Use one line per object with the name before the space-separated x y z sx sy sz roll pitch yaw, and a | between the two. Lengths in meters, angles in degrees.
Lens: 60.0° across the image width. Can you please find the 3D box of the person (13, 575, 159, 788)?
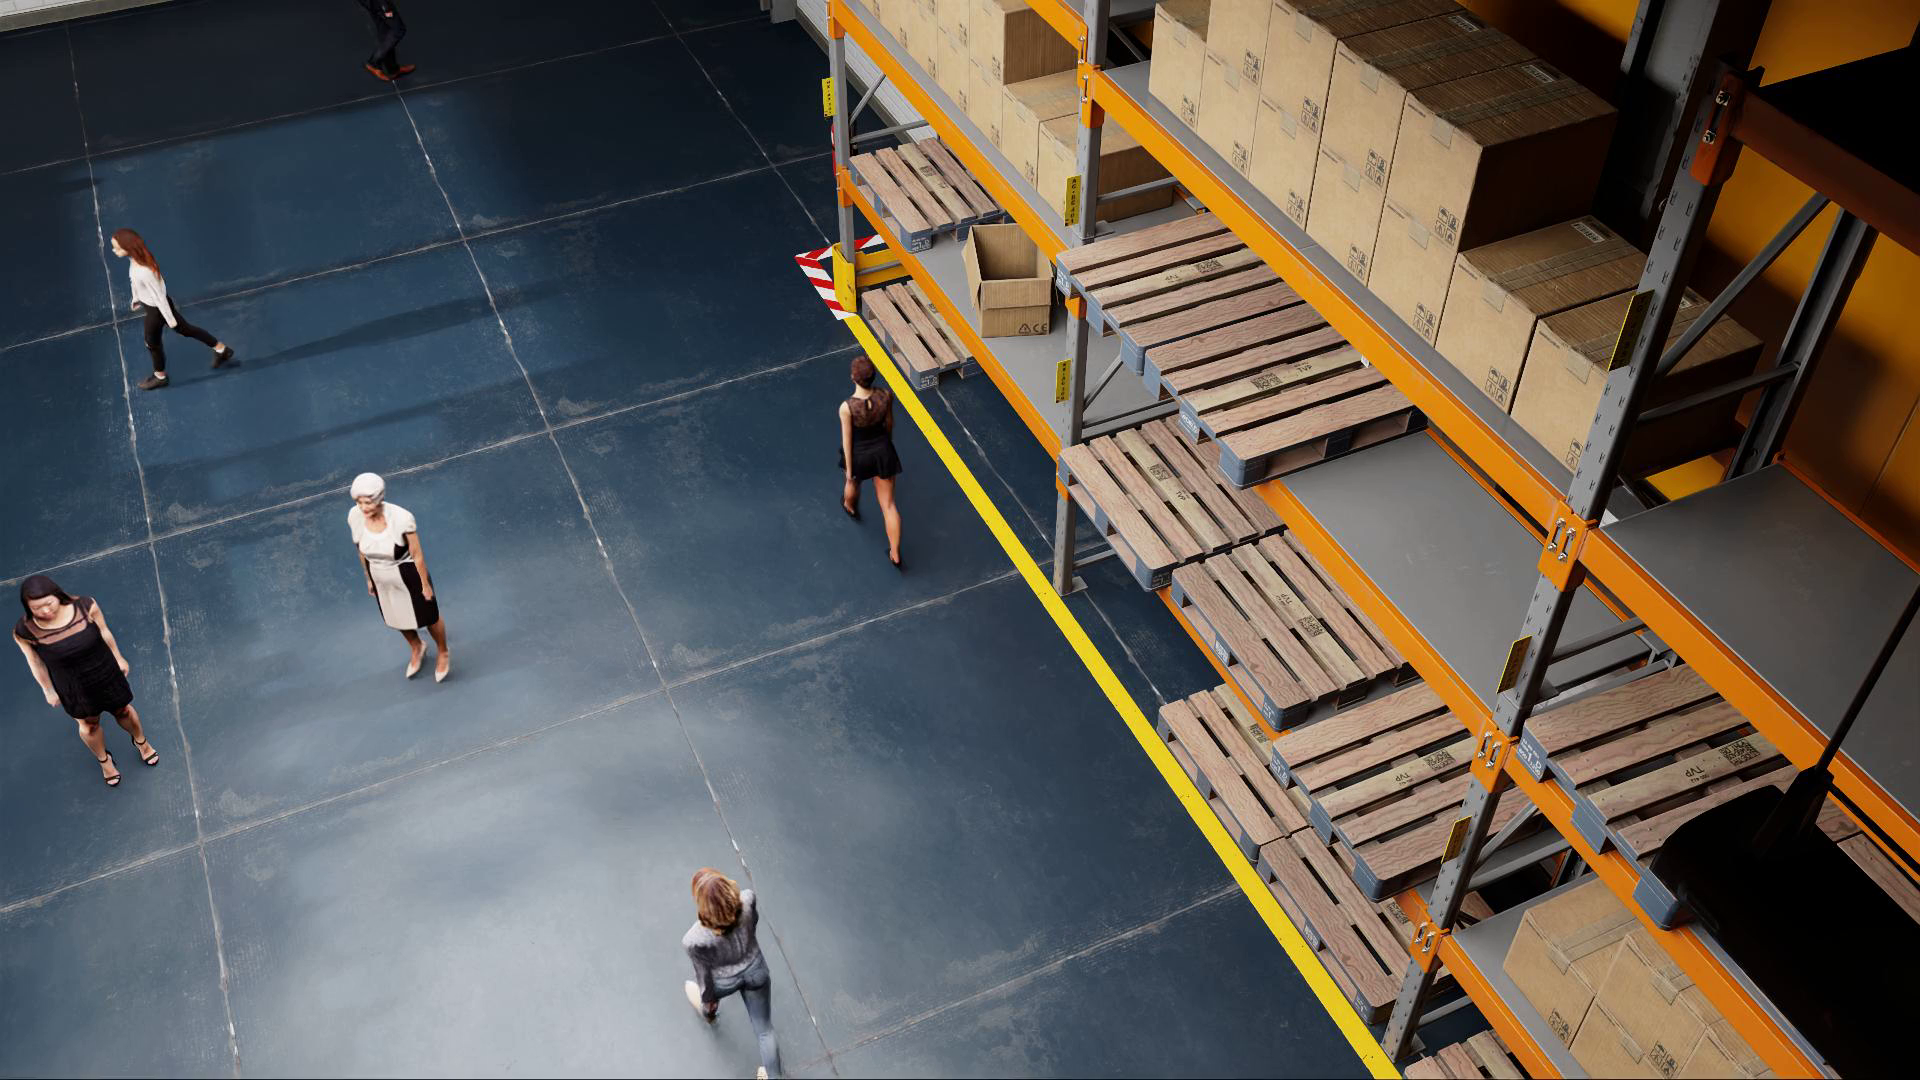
person | -5.348 0.841 10.166 0.702 1.718 0.674 -29 51 -27

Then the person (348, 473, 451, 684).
person | -3.617 0.237 10.776 0.679 1.751 0.700 6 44 6

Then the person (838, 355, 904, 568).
person | -0.598 -0.524 11.668 0.587 1.623 1.116 -16 46 -16

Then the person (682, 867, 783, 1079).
person | -1.116 2.311 8.603 0.724 1.746 1.175 -26 49 -24

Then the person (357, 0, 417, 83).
person | -5.940 -5.416 16.683 0.894 1.788 0.843 -31 52 -29

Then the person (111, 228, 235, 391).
person | -6.284 -1.873 13.207 0.619 1.453 0.936 -18 47 -18
